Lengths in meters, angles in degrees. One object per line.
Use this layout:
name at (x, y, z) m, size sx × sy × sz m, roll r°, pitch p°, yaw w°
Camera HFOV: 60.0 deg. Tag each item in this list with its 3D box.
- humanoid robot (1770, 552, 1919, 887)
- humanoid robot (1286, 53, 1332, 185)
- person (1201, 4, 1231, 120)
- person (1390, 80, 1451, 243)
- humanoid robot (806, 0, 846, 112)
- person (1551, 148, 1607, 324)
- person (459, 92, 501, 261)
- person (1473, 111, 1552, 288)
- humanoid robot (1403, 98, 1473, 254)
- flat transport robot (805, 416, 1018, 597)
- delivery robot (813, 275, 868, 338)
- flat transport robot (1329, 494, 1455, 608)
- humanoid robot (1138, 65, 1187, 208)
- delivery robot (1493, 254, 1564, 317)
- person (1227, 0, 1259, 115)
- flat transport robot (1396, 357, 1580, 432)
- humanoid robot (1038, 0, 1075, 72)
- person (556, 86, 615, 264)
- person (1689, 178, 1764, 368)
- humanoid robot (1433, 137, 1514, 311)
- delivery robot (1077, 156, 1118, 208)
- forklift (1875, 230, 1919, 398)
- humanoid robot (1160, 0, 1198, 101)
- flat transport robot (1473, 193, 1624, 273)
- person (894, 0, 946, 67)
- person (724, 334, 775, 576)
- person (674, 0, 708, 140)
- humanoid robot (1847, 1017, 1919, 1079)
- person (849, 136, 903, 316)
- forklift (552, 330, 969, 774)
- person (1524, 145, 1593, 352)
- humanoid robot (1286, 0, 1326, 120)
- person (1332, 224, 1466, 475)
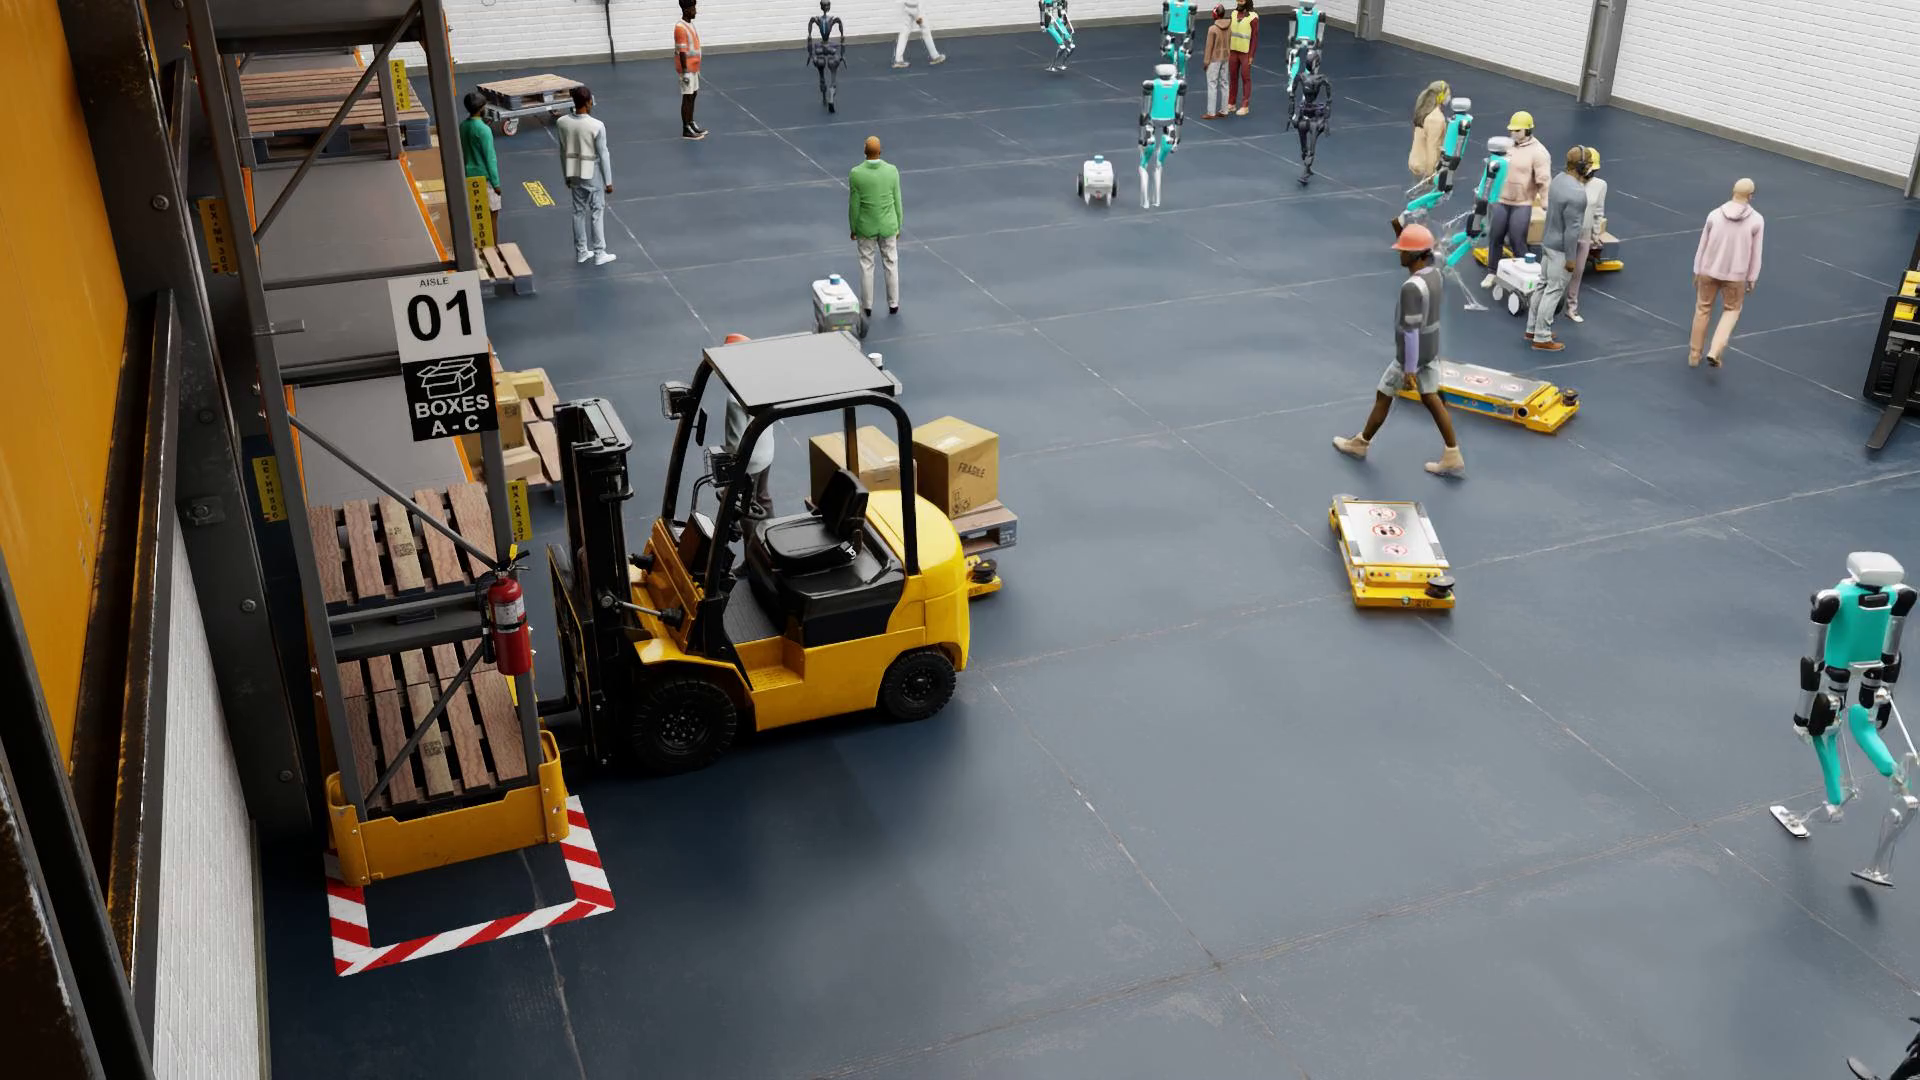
humanoid robot at (4.613, 1.007, 8.412) m, size 0.530 × 1.773 × 1.018 m, roll -4°, pitch 27°, yaw -8°
humanoid robot at (4.423, -5.359, 21.118) m, size 0.611 × 1.619 × 0.760 m, roll 18°, pitch 32°, yaw 31°
person at (3.780, -6.997, 24.377) m, size 0.465 × 1.645 × 0.308 m, roll -17°, pitch 31°, yaw -30°
person at (5.161, -4.180, 18.533) m, size 0.564 × 1.856 × 0.555 m, roll -3°, pitch 27°, yaw -5°
humanoid robot at (-2.015, -7.273, 24.929) m, size 0.608 × 1.639 × 0.734 m, roll 0°, pitch 27°, yaw 1°
person at (5.990, -2.954, 16.213) m, size 0.520 × 1.755 × 0.368 m, roll -4°, pitch 27°, yaw -8°
person at (-5.177, -3.898, 17.991) m, size 0.496 × 1.843 × 0.404 m, roll 20°, pitch 33°, yaw 34°
person at (5.743, -3.495, 17.177) m, size 0.836 × 1.849 × 0.434 m, roll 23°, pitch 35°, yaw 38°
humanoid robot at (5.118, -3.870, 18.174) m, size 0.741 × 1.892 × 0.548 m, roll 2°, pitch 27°, yaw 4°
flat transport robot at (-0.338, 0.057, 11.873) m, size 0.659 × 0.231 × 1.431 m, roll -13°, pitch 29°, yaw -24°
delivery robot at (-1.204, -2.268, 16.194) m, size 0.499 × 0.608 × 0.803 m, roll -7°, pitch 28°, yaw -13°
flat transport robot at (3.057, 0.068, 11.851) m, size 0.659 × 0.231 × 1.431 m, roll 2°, pitch 27°, yaw 3°
humanoid robot at (2.356, -4.834, 19.996) m, size 0.546 × 1.813 × 0.704 m, roll -5°, pitch 27°, yaw -9°
delivery robot at (5.732, -2.603, 16.825) m, size 0.499 × 0.575 × 0.759 m, roll -5°, pitch 27°, yaw -10°
person at (4.183, -7.227, 24.692) m, size 0.475 × 1.767 × 0.361 m, roll 23°, pitch 35°, yaw 38°
flat transport robot at (4.595, -1.281, 14.535) m, size 1.431 × 0.231 × 0.659 m, roll 20°, pitch 33°, yaw 34°
humanoid robot at (1.623, -8.464, 27.039) m, size 0.533 × 1.677 × 0.735 m, roll -14°, pitch 30°, yaw -26°
person at (-4.034, -3.925, 17.979) m, size 0.597 × 1.907 × 0.413 m, roll 10°, pitch 28°, yaw 19°
person at (6.913, -2.381, 15.052) m, size 0.563 × 1.766 × 0.516 m, roll 17°, pitch 31°, yaw 30°
humanoid robot at (5.011, -3.208, 16.784) m, size 0.950 × 1.762 × 0.529 m, roll 15°, pitch 30°, yaw 27°
delivery robot at (1.698, -4.429, 20.470) m, size 0.499 × 0.587 × 0.787 m, roll 1°, pitch 27°, yaw 2°
forklift at (9.029, -2.397, 14.618) m, size 1.214 × 2.155 × 2.313 m, roll 18°, pitch 32°, yaw 32°
humanoid robot at (3.349, -7.426, 25.260) m, size 0.575 × 1.897 × 0.757 m, roll 11°, pitch 29°, yaw 21°
flat transport robot at (6.428, -3.115, 18.184) m, size 1.431 × 0.231 × 0.659 m, roll -2°, pitch 27°, yaw -4°
person at (-0.726, -8.905, 27.973) m, size 1.009 × 1.828 × 0.586 m, roll -21°, pitch 33°, yaw -35°
person at (-1.472, -0.589, 11.520) m, size 0.344 × 1.740 × 0.573 m, roll 8°, pitch 28°, yaw 15°
person at (-3.787, -6.611, 23.265) m, size 0.369 × 1.958 × 0.596 m, roll 4°, pitch 27°, yaw 7°
humanoid robot at (4.069, 1.854, 6.762) m, size 0.589 × 1.634 × 0.720 m, roll -21°, pitch 33°, yaw -35°
person at (-0.834, -3.097, 16.462) m, size 0.538 × 1.784 × 0.386 m, roll -5°, pitch 27°, yaw -10°
forklift at (-1.094, 0.010, 9.831) m, size 2.313 × 2.155 × 1.214 m, roll -10°, pitch 28°, yaw -20°
person at (5.618, -2.725, 15.566) m, size 0.363 × 1.932 × 0.627 m, roll 0°, pitch 27°, yaw 1°
humanoid robot at (4.942, -6.912, 24.097) m, size 0.530 × 1.779 × 0.802 m, roll 10°, pitch 28°, yaw 18°
person at (3.572, -1.476, 13.026) m, size 1.103 × 1.980 × 0.639 m, roll 19°, pitch 33°, yaw 33°
